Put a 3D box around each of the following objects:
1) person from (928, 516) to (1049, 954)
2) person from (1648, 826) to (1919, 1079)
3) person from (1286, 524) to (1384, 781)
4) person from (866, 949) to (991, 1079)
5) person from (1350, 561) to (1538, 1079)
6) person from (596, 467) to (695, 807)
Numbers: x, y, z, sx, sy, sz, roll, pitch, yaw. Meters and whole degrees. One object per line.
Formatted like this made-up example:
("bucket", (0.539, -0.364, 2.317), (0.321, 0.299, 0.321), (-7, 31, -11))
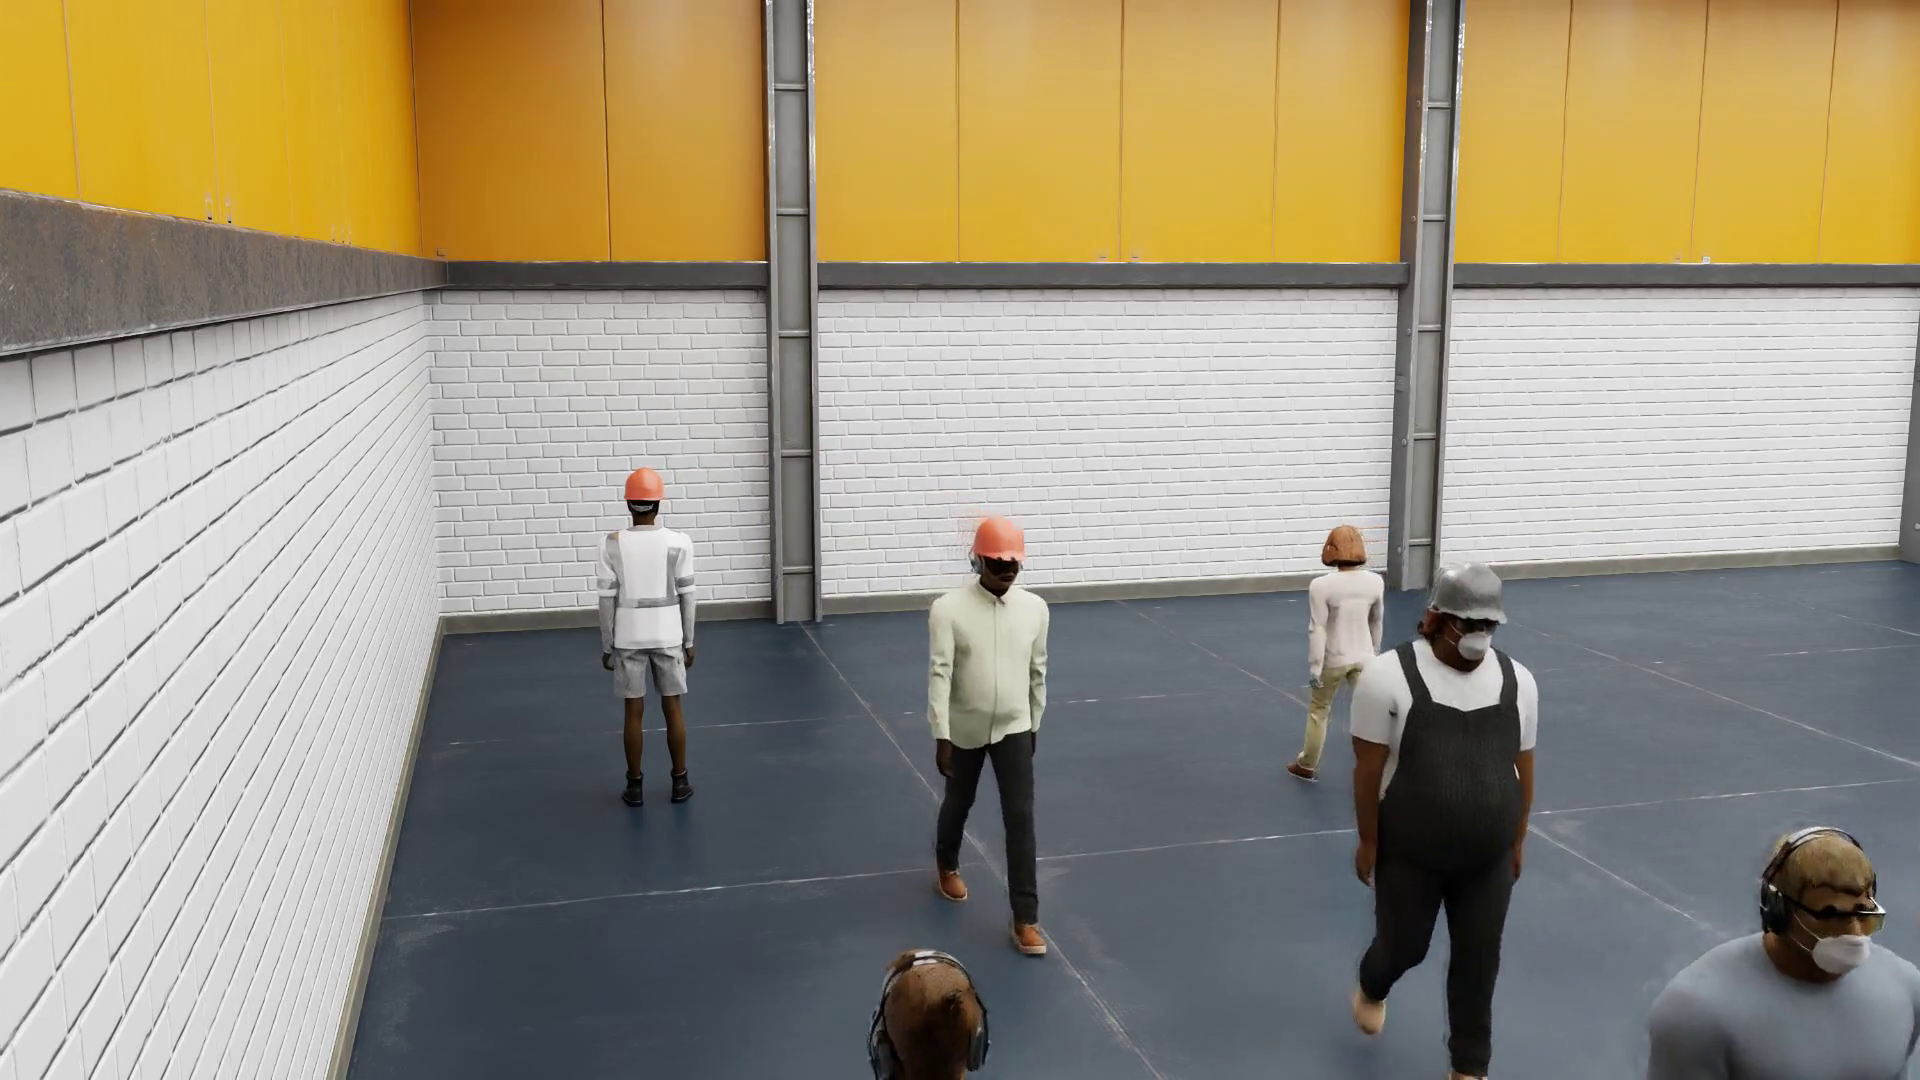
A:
("person", (0.109, 0.836, 7.719), (0.614, 1.952, 1.015), (-3, 9, -16))
("person", (1.768, 1.532, 3.531), (0.659, 1.885, 0.997), (-1, 9, -8))
("person", (2.236, 0.698, 9.670), (0.513, 1.590, 0.833), (-3, 9, -16))
("person", (-0.024, 1.635, 3.142), (0.518, 1.825, 0.748), (-1, 9, -8))
("person", (1.777, 1.039, 6.136), (0.692, 2.000, 0.709), (0, 9, -3))
("person", (-1.781, 0.554, 9.482), (0.547, 1.938, 0.377), (-2, 9, -10))
